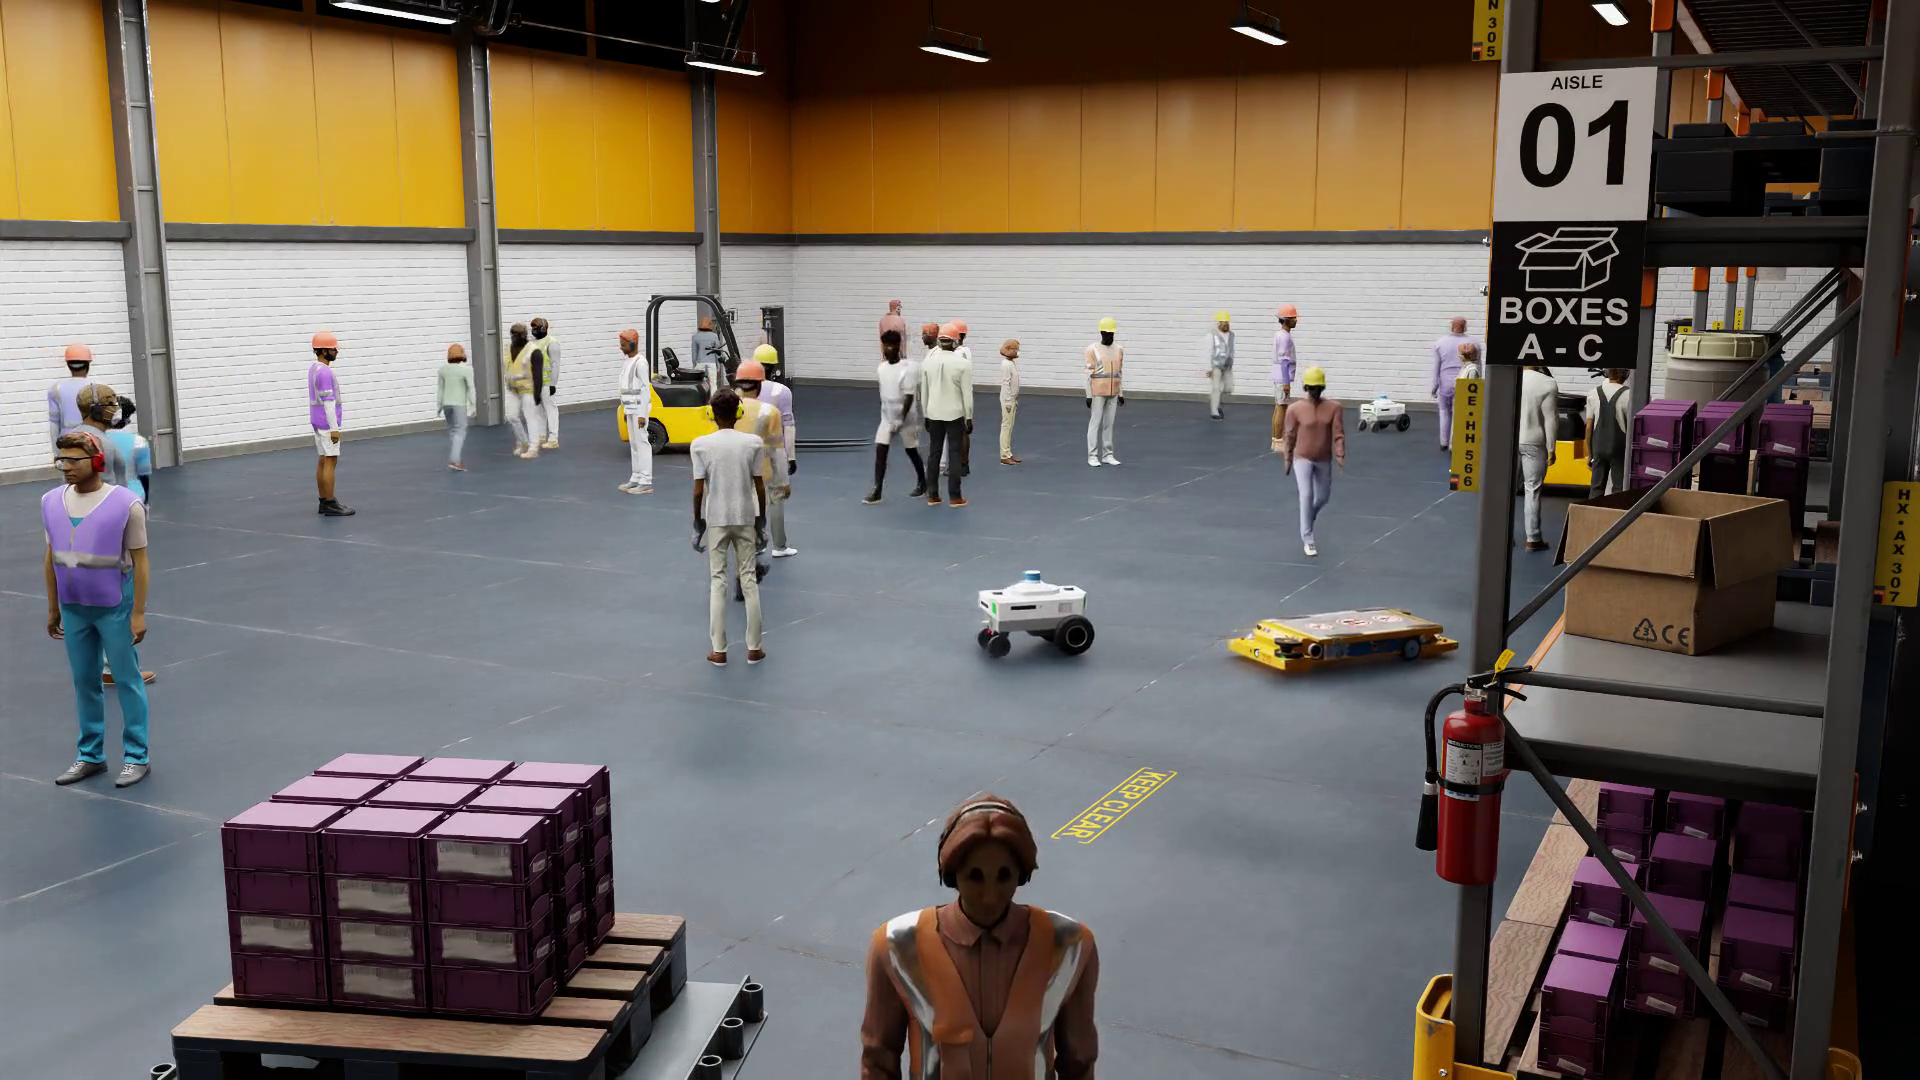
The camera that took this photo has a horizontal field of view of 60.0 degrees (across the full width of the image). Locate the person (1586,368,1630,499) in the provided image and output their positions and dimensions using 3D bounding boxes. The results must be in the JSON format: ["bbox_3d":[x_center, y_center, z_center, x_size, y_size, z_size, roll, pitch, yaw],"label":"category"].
[{"bbox_3d":[5.908,-0.761,15.056,0.345,1.844,0.507,-10,14,-44],"label":"person"}]

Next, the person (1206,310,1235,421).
[{"bbox_3d":[4.267,-2.847,27.218,0.599,1.819,0.420,-6,11,-29],"label":"person"}]

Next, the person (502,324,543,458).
[{"bbox_3d":[-5.842,-1.978,22.223,0.655,1.811,0.497,4,11,22],"label":"person"}]

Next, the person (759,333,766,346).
[{"bbox_3d":[-3.040,-2.751,26.801,0.329,1.765,0.533,-7,12,-34],"label":"person"}]

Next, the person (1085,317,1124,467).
[{"bbox_3d":[1.882,-1.910,21.463,0.594,1.924,0.382,-6,12,-32],"label":"person"}]

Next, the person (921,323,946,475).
[{"bbox_3d":[-0.321,-1.749,20.662,0.359,1.882,0.575,-1,10,-7],"label":"person"}]

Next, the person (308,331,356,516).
[{"bbox_3d":[-6.602,-1.216,17.411,0.359,1.938,0.545,-6,12,-33],"label":"person"}]

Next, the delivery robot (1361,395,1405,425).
[{"bbox_3d":[6.513,-1.993,25.616,0.707,0.478,0.477,-5,11,-32],"label":"delivery robot"}]

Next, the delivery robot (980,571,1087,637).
[{"bbox_3d":[0.501,0.455,11.468,0.707,0.478,0.477,-3,10,-16],"label":"delivery robot"}]

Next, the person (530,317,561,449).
[{"bbox_3d":[-5.890,-2.209,23.440,0.626,1.844,0.429,8,13,40],"label":"person"}]

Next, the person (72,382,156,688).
[{"bbox_3d":[-5.424,-0.032,10.557,0.365,1.939,0.636,-8,13,-39],"label":"person"}]

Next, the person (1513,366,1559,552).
[{"bbox_3d":[5.212,-0.860,15.365,0.627,1.935,0.371,9,13,41],"label":"person"}]

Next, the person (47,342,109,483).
[{"bbox_3d":[-8.065,-0.858,15.349,0.550,1.935,0.387,-2,10,-9],"label":"person"}]

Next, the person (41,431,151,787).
[{"bbox_3d":[-4.448,0.351,8.603,0.565,1.846,0.390,1,10,8],"label":"person"}]

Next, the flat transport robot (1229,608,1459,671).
[{"bbox_3d":[2.625,0.663,11.357,1.431,0.197,0.652,-4,11,-24],"label":"flat transport robot"}]

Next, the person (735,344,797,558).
[{"bbox_3d":[-1.744,-0.799,15.026,0.594,1.925,0.370,4,11,21],"label":"person"}]

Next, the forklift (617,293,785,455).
[{"bbox_3d":[-3.588,-2.317,23.042,2.313,2.155,1.214,-1,10,-5],"label":"forklift"}]

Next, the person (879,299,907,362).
[{"bbox_3d":[-1.168,-3.400,30.153,0.405,1.904,0.652,-8,13,-39],"label":"person"}]

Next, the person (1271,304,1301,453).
[{"bbox_3d":[4.474,-2.215,22.877,0.369,2.048,0.605,1,10,5],"label":"person"}]

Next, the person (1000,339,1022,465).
[{"bbox_3d":[0.656,-1.796,21.647,0.287,1.635,0.499,2,10,11],"label":"person"}]

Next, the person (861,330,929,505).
[{"bbox_3d":[-0.676,-1.370,18.380,0.588,1.916,0.974,7,12,35],"label":"person"}]

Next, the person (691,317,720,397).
[{"bbox_3d":[-4.418,-3.056,28.942,0.501,1.633,0.283,0,10,-3],"label":"person"}]

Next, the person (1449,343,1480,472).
[{"bbox_3d":[6.269,-1.611,20.568,0.314,1.636,0.517,1,10,5],"label":"person"}]

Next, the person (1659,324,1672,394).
[{"bbox_3d":[10.579,-2.344,24.426,0.730,1.789,0.407,-5,11,-25],"label":"person"}]

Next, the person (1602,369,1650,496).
[{"bbox_3d":[6.366,-0.933,15.864,0.638,1.910,0.407,-8,13,-40],"label":"person"}]

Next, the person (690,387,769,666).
[{"bbox_3d":[-1.535,-0.086,11.100,0.518,1.862,0.327,-2,10,-12],"label":"person"}]

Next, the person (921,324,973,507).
[{"bbox_3d":[-0.125,-1.350,18.074,0.620,1.986,0.405,5,11,25],"label":"person"}]

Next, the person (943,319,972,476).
[{"bbox_3d":[-0.037,-1.749,20.501,0.363,1.937,0.546,2,10,11],"label":"person"}]

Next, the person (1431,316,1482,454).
[{"bbox_3d":[6.863,-2.145,22.972,0.665,1.865,0.908,3,10,19],"label":"person"}]

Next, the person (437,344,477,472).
[{"bbox_3d":[-6.414,-1.677,21.072,0.558,1.601,0.627,3,10,15],"label":"person"}]

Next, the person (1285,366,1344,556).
[{"bbox_3d":[3.241,-0.761,15.362,0.520,1.732,0.741,-1,10,-5],"label":"person"}]

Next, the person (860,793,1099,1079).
[{"bbox_3d":[0.041,1.333,3.530,0.511,1.638,0.307,-1,10,-7],"label":"person"}]

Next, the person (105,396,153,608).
[{"bbox_3d":[-6.479,-0.254,12.644,0.679,1.659,0.385,-8,13,-39],"label":"person"}]

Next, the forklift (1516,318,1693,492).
[{"bbox_3d":[7.066,-1.601,18.899,2.313,2.155,1.214,5,11,27],"label":"forklift"}]

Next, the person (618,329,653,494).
[{"bbox_3d":[-3.714,-1.469,19.028,0.361,1.887,0.574,-5,11,-27],"label":"person"}]

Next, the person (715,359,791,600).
[{"bbox_3d":[-1.656,-0.509,13.447,0.572,1.884,0.972,3,10,18],"label":"person"}]
